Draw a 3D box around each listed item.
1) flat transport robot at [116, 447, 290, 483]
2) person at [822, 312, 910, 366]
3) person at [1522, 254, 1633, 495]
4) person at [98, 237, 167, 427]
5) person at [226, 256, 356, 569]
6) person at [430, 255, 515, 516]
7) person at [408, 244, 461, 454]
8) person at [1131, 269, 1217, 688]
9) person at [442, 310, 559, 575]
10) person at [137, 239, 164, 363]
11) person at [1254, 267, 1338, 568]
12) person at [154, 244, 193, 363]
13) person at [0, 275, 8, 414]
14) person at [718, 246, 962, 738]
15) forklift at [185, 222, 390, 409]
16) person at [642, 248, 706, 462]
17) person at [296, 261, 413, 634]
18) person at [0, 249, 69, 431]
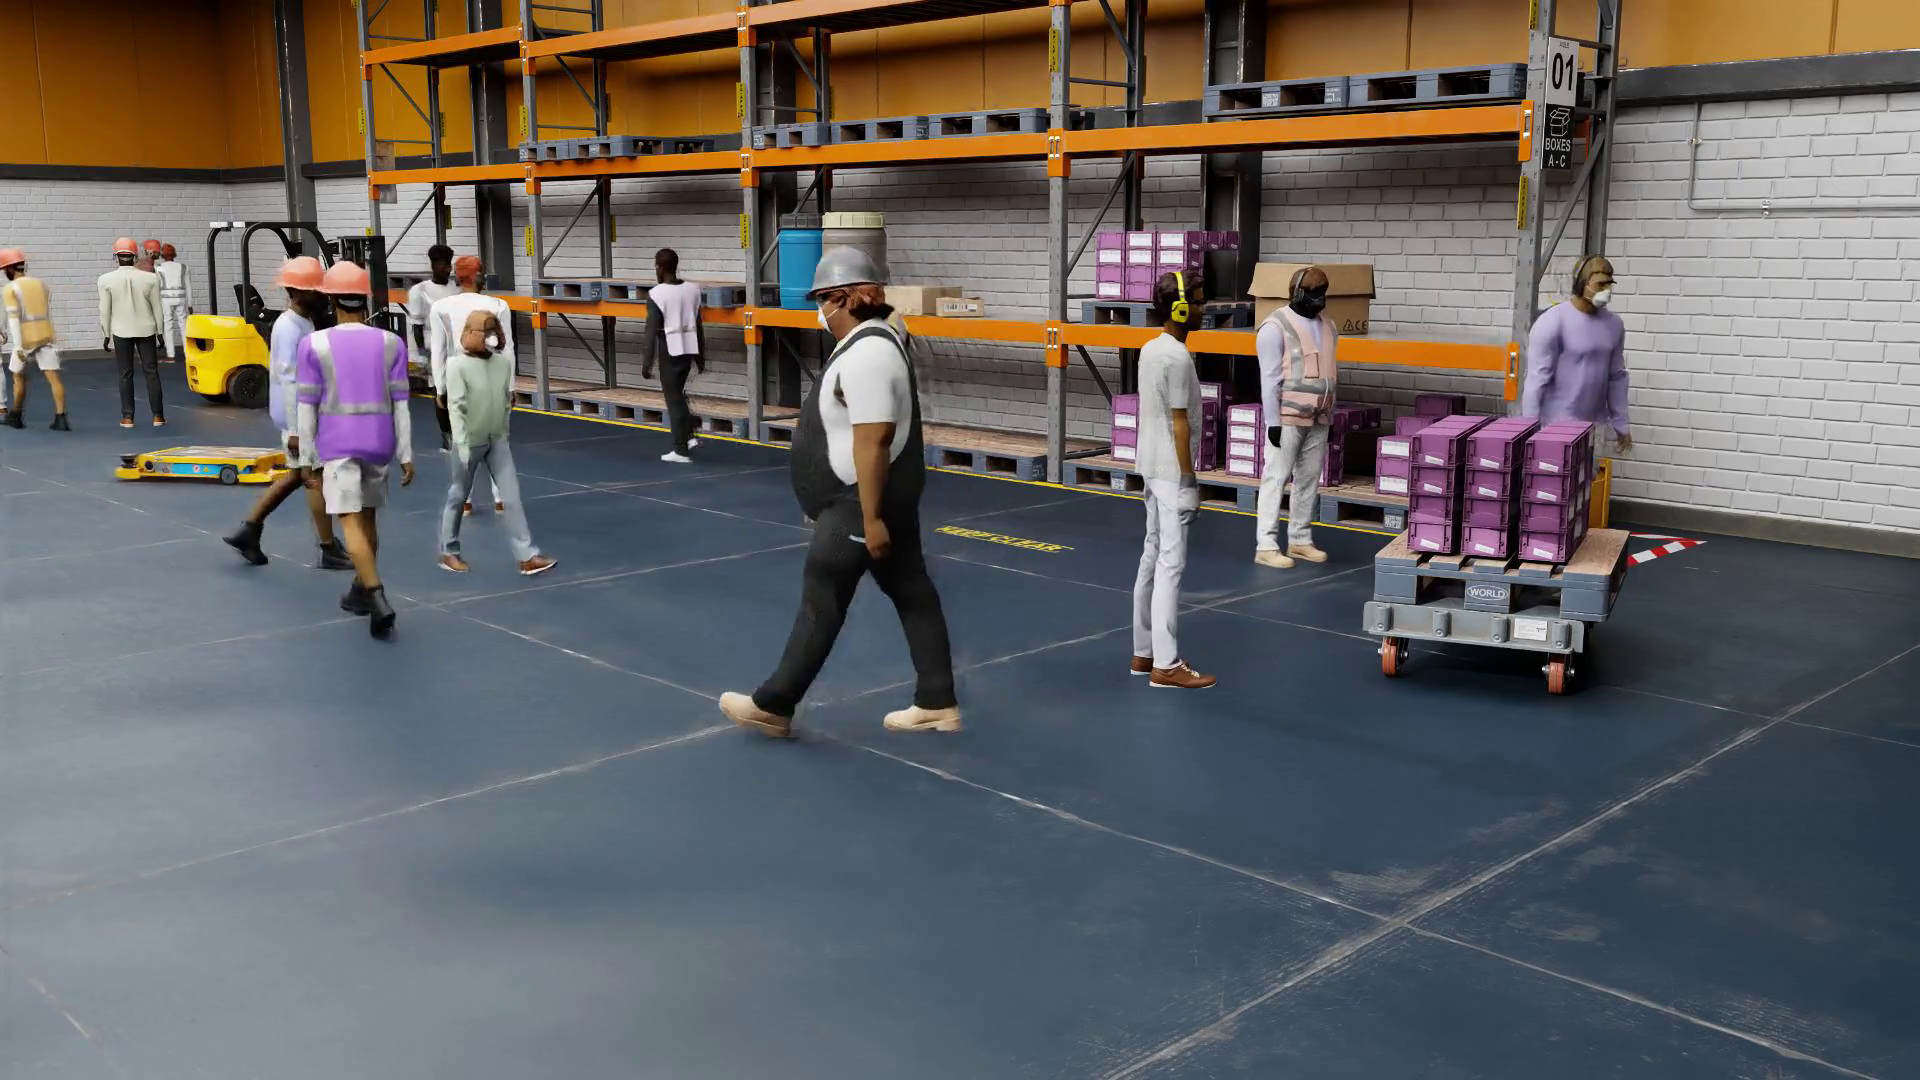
[{"bbox_3d":[-6.182,-0.637,13.848,1.431,0.197,0.652,2,11,12],"label":"flat transport robot"},{"bbox_3d":[-0.602,-0.730,10.062,0.625,1.846,0.429,-10,14,-42],"label":"person"},{"bbox_3d":[3.440,-0.621,9.262,0.656,1.919,0.439,-6,12,-31],"label":"person"},{"bbox_3d":[-8.747,-2.189,17.602,0.609,1.996,0.379,-6,12,-29],"label":"person"},{"bbox_3d":[-4.042,-0.755,10.042,0.797,1.907,0.583,-3,11,-17],"label":"person"},{"bbox_3d":[-3.508,-1.111,12.033,0.577,1.881,0.349,-1,10,-8],"label":"person"},{"bbox_3d":[-4.778,-1.759,15.403,0.634,1.939,0.507,-10,15,-44],"label":"person"},{"bbox_3d":[0.959,-0.273,7.496,0.328,1.874,0.517,-2,11,-12],"label":"person"},{"bbox_3d":[-2.814,-0.566,9.869,0.863,1.582,0.519,7,12,33],"label":"person"},{"bbox_3d":[-12.821,-3.783,26.389,0.485,1.958,0.642,-5,12,-26],"label":"person"},{"bbox_3d":[2.085,-0.745,10.196,0.619,1.834,0.429,-7,13,-35],"label":"person"},{"bbox_3d":[-12.531,-3.764,26.496,0.584,1.882,0.338,-8,13,-38],"label":"person"},{"bbox_3d":[-10.921,-2.318,18.480,0.627,1.934,0.370,-8,13,-38],"label":"person"},{"bbox_3d":[-0.469,-0.211,6.697,1.056,2.000,0.697,1,10,7],"label":"person"},{"bbox_3d":[-8.169,-2.758,20.163,2.313,2.155,1.214,-10,14,-44],"label":"forklift"},{"bbox_3d":[-2.563,-1.639,14.848,0.468,1.900,0.637,7,13,35],"label":"person"},{"bbox_3d":[-3.098,-0.481,8.570,0.547,1.901,0.942,-8,13,-36],"label":"person"},{"bbox_3d":[-9.701,-2.067,17.256,0.989,1.867,0.570,5,12,27],"label":"person"}]
